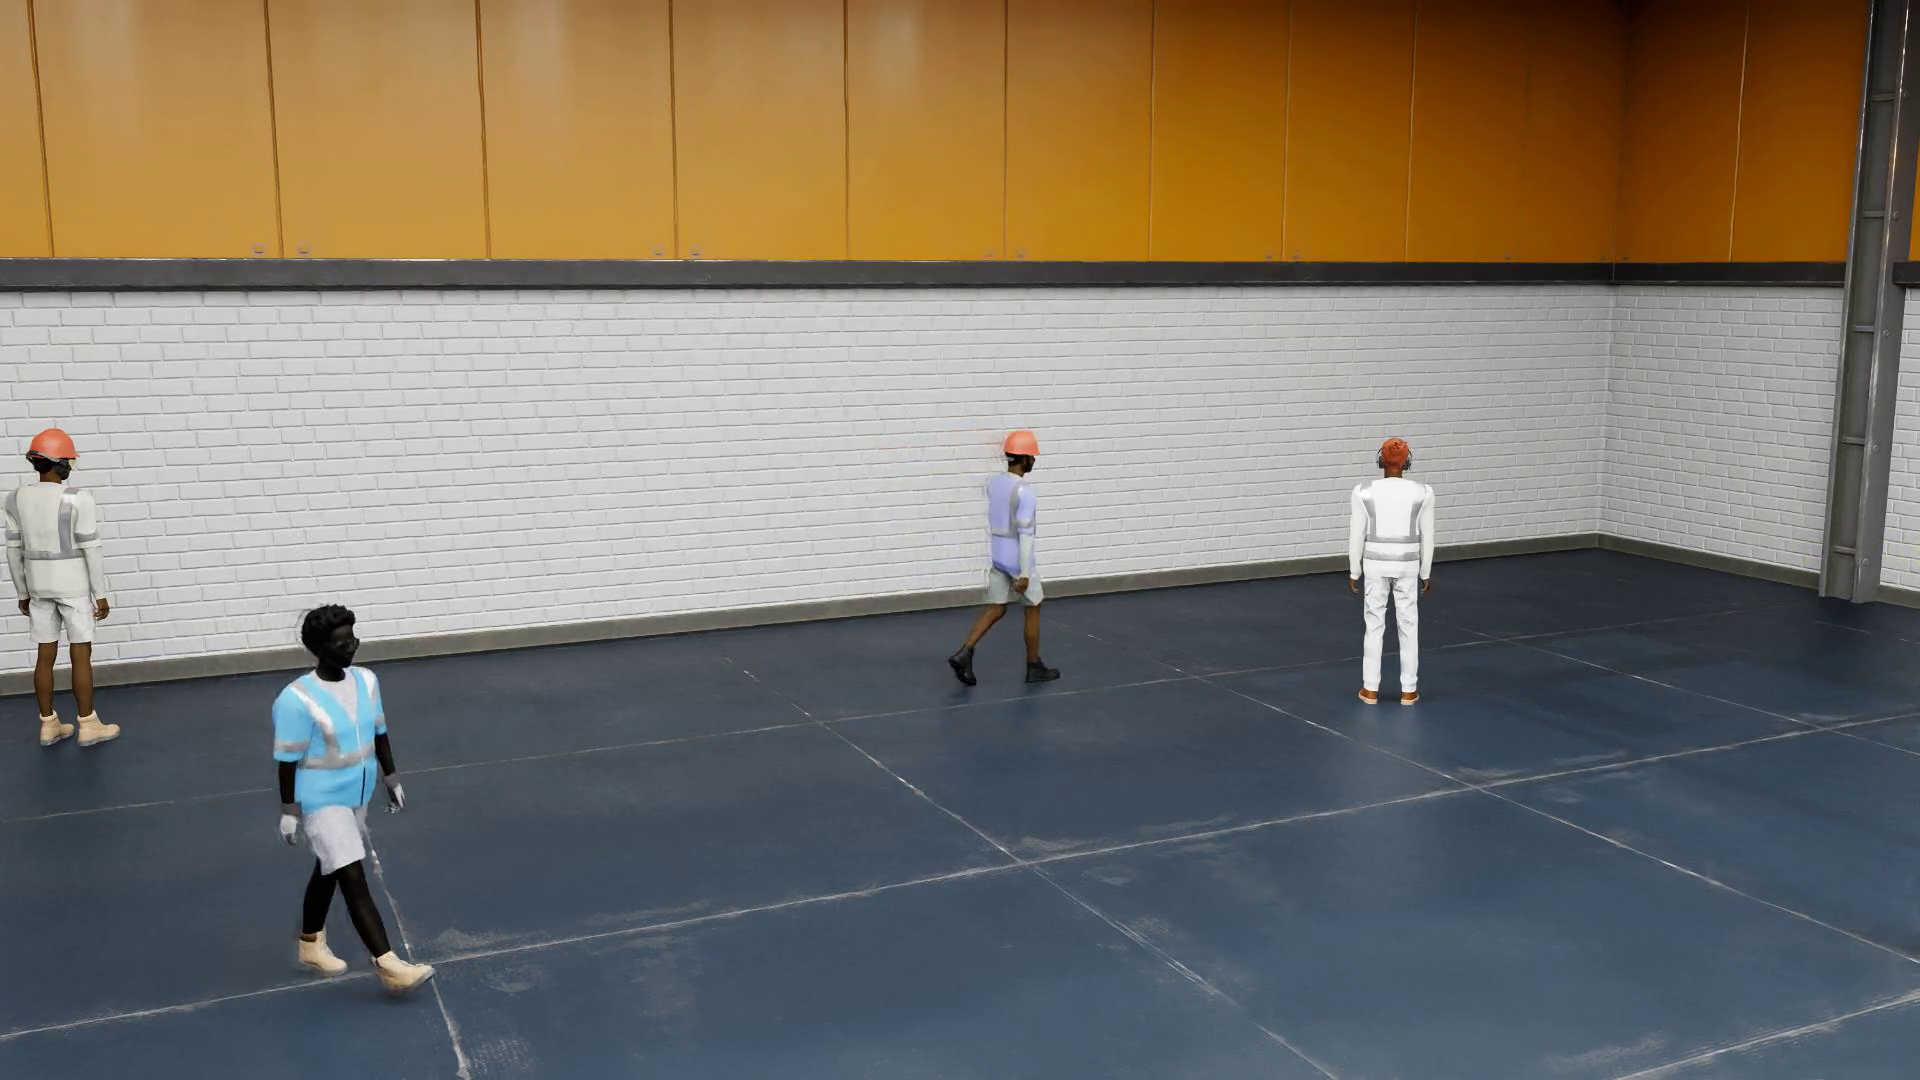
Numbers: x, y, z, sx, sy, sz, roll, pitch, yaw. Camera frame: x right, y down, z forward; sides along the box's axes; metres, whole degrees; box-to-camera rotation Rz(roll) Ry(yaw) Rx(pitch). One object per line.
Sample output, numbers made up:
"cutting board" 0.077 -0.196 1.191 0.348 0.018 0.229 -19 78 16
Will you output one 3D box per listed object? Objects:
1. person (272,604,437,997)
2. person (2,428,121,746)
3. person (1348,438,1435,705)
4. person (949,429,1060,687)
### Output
"person" -2.539 1.089 6.984 0.843 1.647 0.552 3 10 21
"person" -5.751 0.306 10.662 0.615 2.042 0.375 1 9 6
"person" 3.018 0.224 11.667 0.575 1.883 0.362 2 9 12
"person" 0.335 0.143 12.116 0.858 1.911 0.557 -7 11 -36
